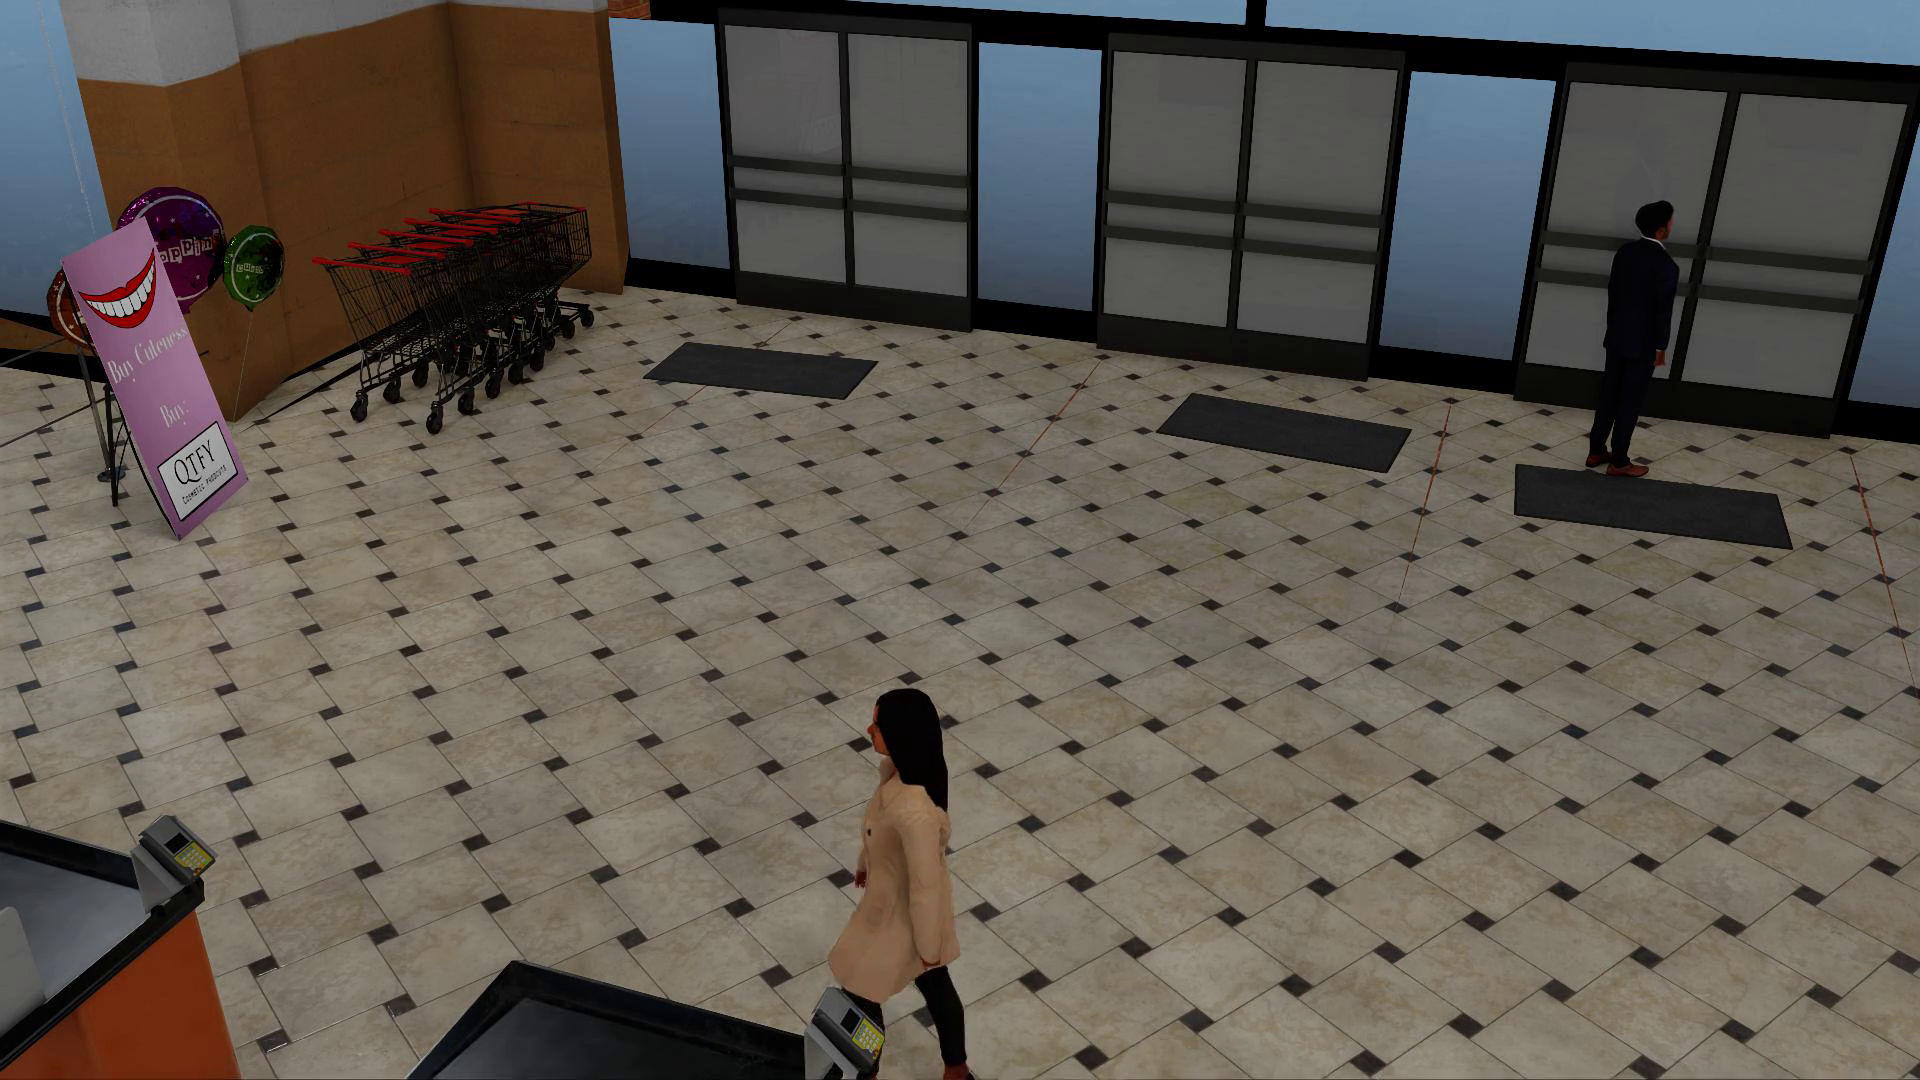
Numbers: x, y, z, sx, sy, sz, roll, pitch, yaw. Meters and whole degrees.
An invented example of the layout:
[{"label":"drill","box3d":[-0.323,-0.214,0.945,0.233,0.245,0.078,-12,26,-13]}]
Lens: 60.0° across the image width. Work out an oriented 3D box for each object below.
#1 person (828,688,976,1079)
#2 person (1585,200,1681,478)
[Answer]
[{"label":"person","box3d":[-0.077,1.212,5.407,0.820,1.664,0.781,2,27,3]},{"label":"person","box3d":[4.097,-1.219,10.131,0.759,1.727,0.695,-11,29,-21]}]
